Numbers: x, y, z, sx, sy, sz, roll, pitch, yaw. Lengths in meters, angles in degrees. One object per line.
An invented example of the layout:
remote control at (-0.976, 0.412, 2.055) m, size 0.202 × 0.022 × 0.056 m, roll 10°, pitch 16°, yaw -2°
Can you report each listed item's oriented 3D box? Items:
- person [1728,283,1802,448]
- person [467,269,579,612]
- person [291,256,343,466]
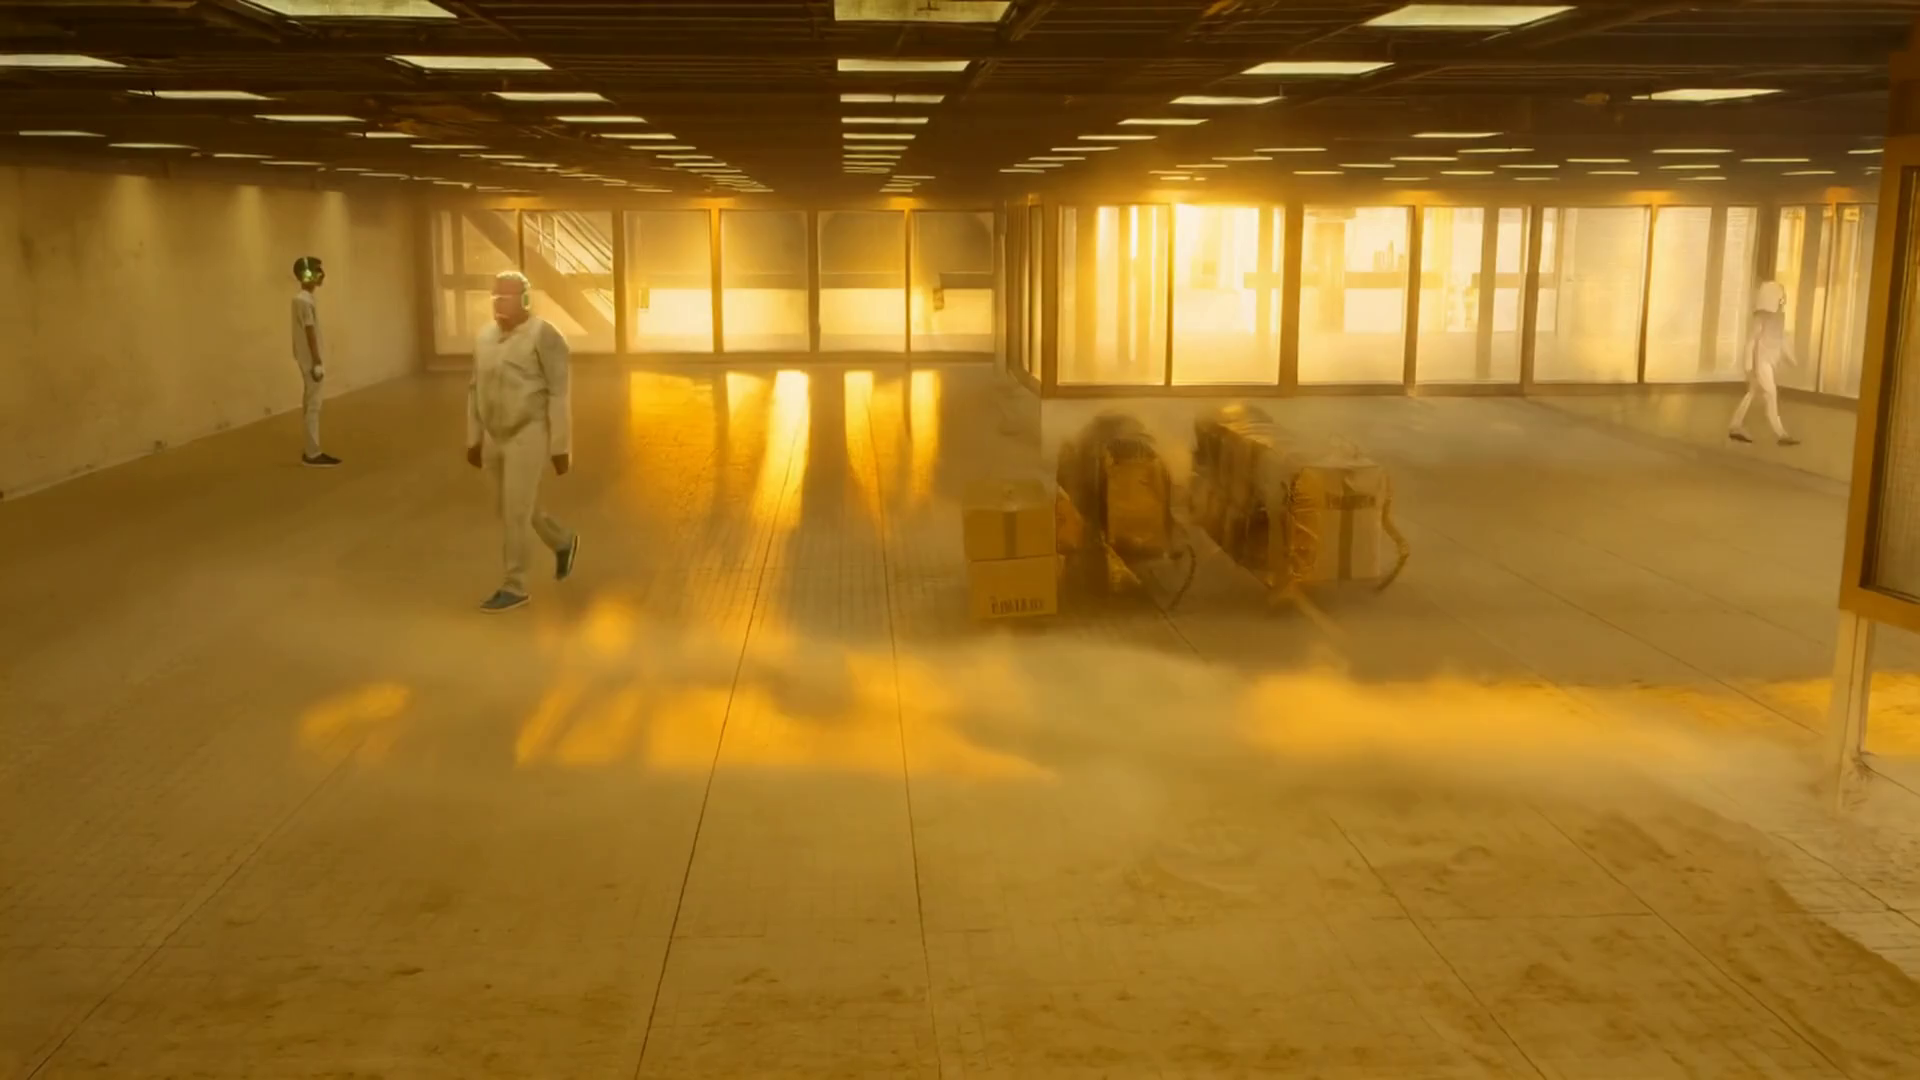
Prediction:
person at (7.890, -1.698, 16.194) m, size 0.517 × 1.587 × 0.845 m, roll -7°, pitch 12°, yaw -32°
person at (-2.459, -0.583, 9.397) m, size 0.649 × 1.886 × 0.797 m, roll 7°, pitch 13°, yaw 33°
person at (-5.809, -1.603, 14.936) m, size 0.330 × 1.874 × 0.518 m, roll -6°, pitch 12°, yaw -28°
